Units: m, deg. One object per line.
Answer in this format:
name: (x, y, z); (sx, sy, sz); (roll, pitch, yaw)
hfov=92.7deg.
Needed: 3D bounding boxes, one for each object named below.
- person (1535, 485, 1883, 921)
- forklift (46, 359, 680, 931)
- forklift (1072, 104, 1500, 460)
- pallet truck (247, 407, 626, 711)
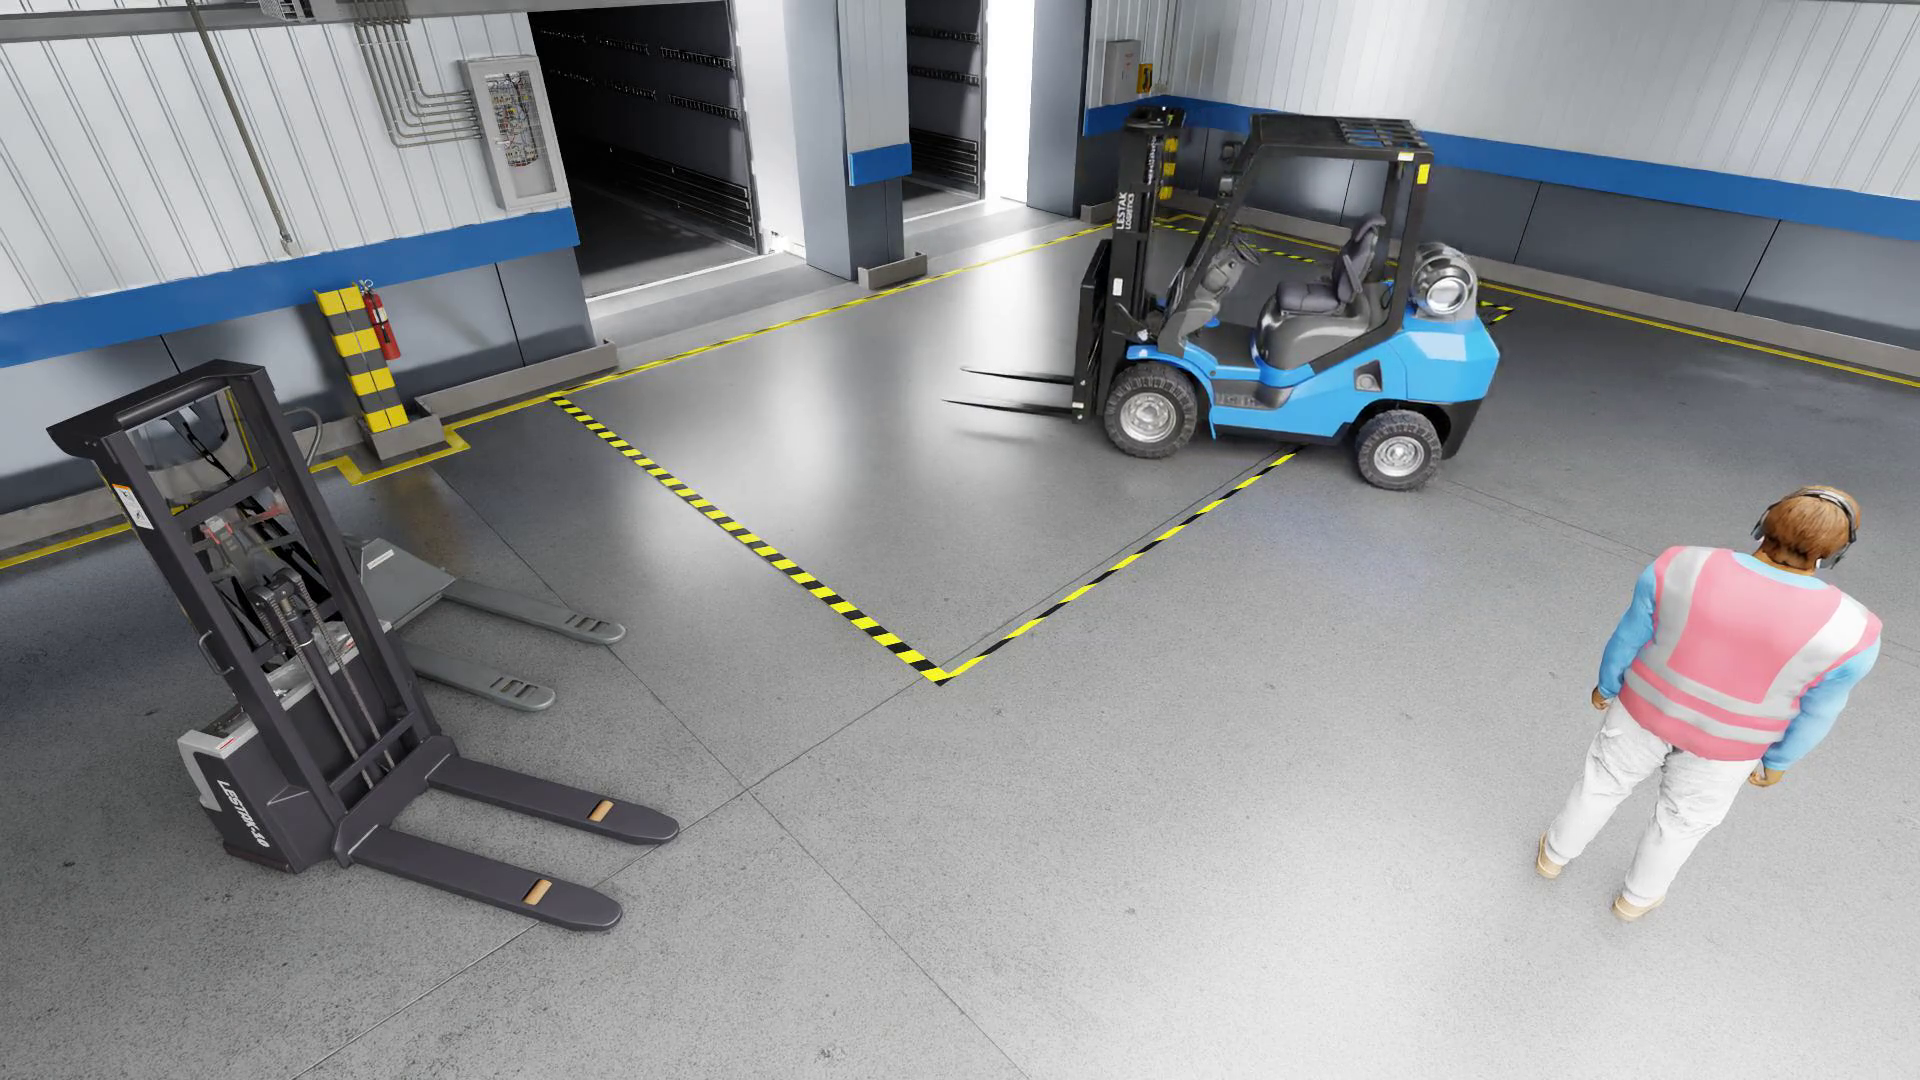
person: (2.552, 0.618, 3.204); (0.429, 1.842, 0.626); (-29, 44, -35)
forklift: (-2.135, 0.422, 3.354); (1.885, 1.965, 0.823); (10, 35, 14)
forklift: (2.240, -1.775, 6.268); (2.680, 2.036, 1.157); (8, 35, 12)
pallet truck: (-2.628, 0.038, 4.590); (1.601, 1.201, 0.680); (12, 36, 18)
